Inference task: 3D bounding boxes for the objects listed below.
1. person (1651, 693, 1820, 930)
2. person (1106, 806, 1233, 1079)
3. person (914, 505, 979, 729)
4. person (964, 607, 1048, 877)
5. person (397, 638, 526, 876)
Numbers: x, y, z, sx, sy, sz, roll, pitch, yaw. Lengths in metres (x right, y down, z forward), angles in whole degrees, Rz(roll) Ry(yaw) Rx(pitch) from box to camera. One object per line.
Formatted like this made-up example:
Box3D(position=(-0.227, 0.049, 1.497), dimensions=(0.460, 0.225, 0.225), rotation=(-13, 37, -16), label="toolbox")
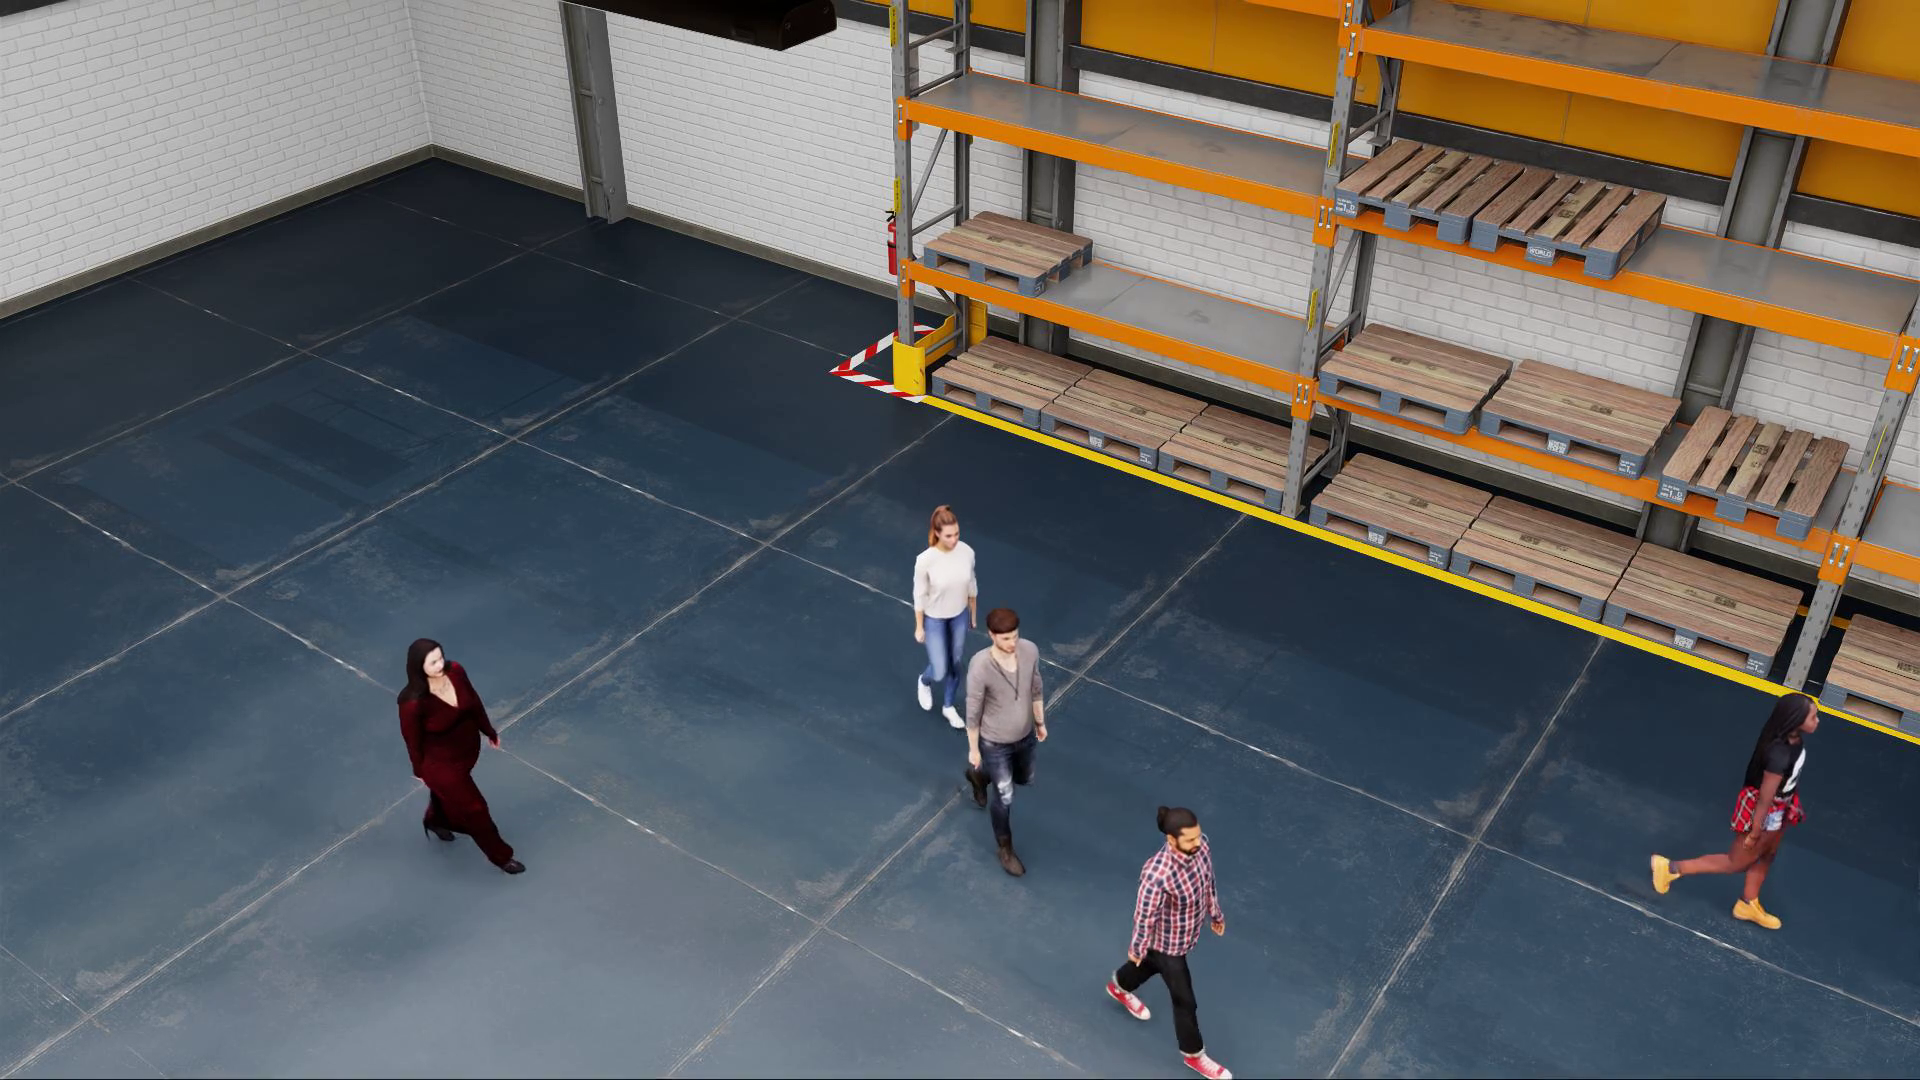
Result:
Box3D(position=(4.601, 1.577, 9.736), dimensions=(1.044, 1.707, 0.675), rotation=(16, 37, 23), label="person")
Box3D(position=(1.092, 2.070, 8.970), dimensions=(1.093, 1.732, 0.691), rotation=(21, 39, 28), label="person")
Box3D(position=(-0.142, 0.501, 11.346), dimensions=(0.763, 1.715, 0.819), rotation=(-16, 37, -23), label="person")
Box3D(position=(0.238, 1.147, 10.223), dimensions=(0.918, 1.884, 1.118), rotation=(-21, 39, -28), label="person")
Box3D(position=(-3.201, 1.292, 10.167), dimensions=(1.136, 1.704, 0.836), rotation=(12, 36, 18), label="person")
